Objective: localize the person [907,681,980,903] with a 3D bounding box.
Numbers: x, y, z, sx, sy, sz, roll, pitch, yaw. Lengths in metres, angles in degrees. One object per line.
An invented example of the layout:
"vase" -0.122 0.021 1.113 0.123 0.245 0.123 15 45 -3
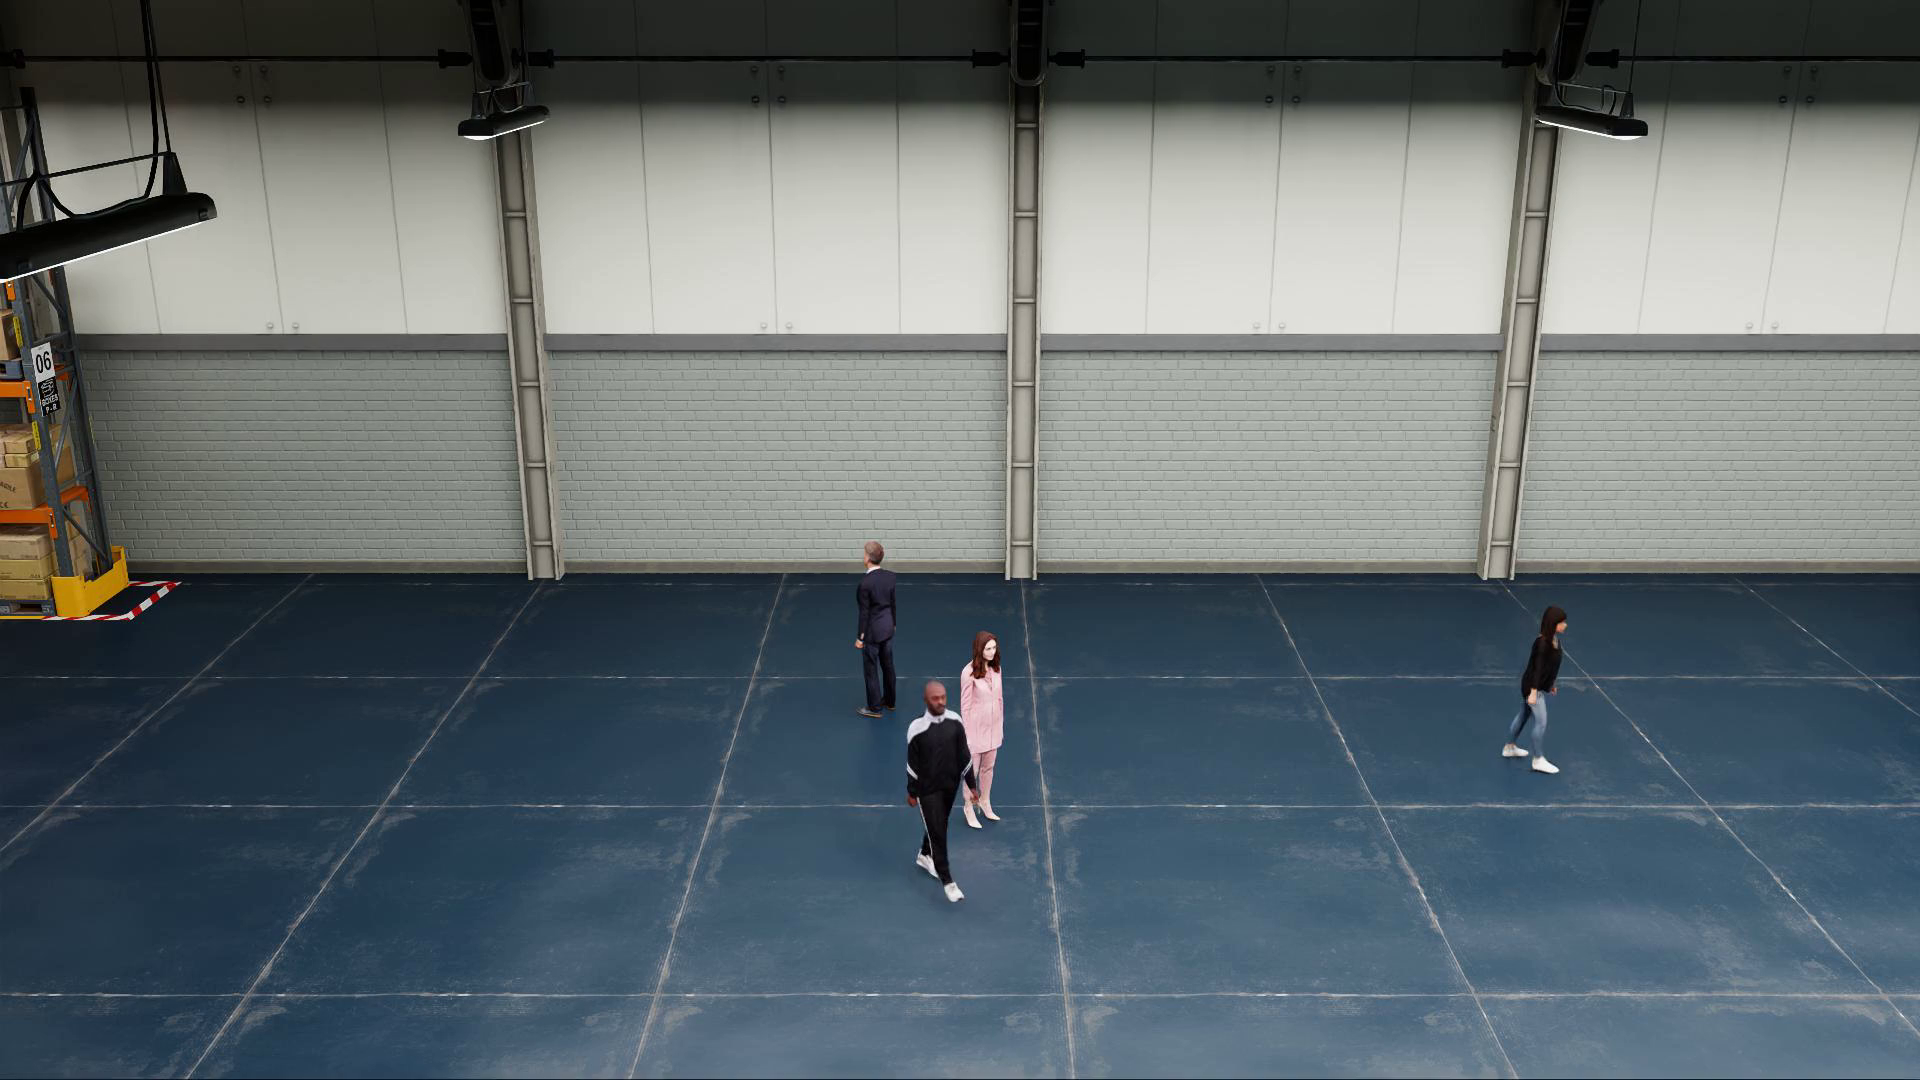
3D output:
"person" -0.228 1.957 13.510 1.177 1.796 1.125 -11 21 -31

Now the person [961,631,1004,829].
"person" 0.175 1.638 14.485 0.647 1.799 0.738 -13 22 -34

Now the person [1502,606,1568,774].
"person" 5.382 1.353 15.639 0.880 1.626 0.760 7 19 21

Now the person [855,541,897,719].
"person" -0.849 0.888 16.764 0.823 1.814 0.783 15 23 38
